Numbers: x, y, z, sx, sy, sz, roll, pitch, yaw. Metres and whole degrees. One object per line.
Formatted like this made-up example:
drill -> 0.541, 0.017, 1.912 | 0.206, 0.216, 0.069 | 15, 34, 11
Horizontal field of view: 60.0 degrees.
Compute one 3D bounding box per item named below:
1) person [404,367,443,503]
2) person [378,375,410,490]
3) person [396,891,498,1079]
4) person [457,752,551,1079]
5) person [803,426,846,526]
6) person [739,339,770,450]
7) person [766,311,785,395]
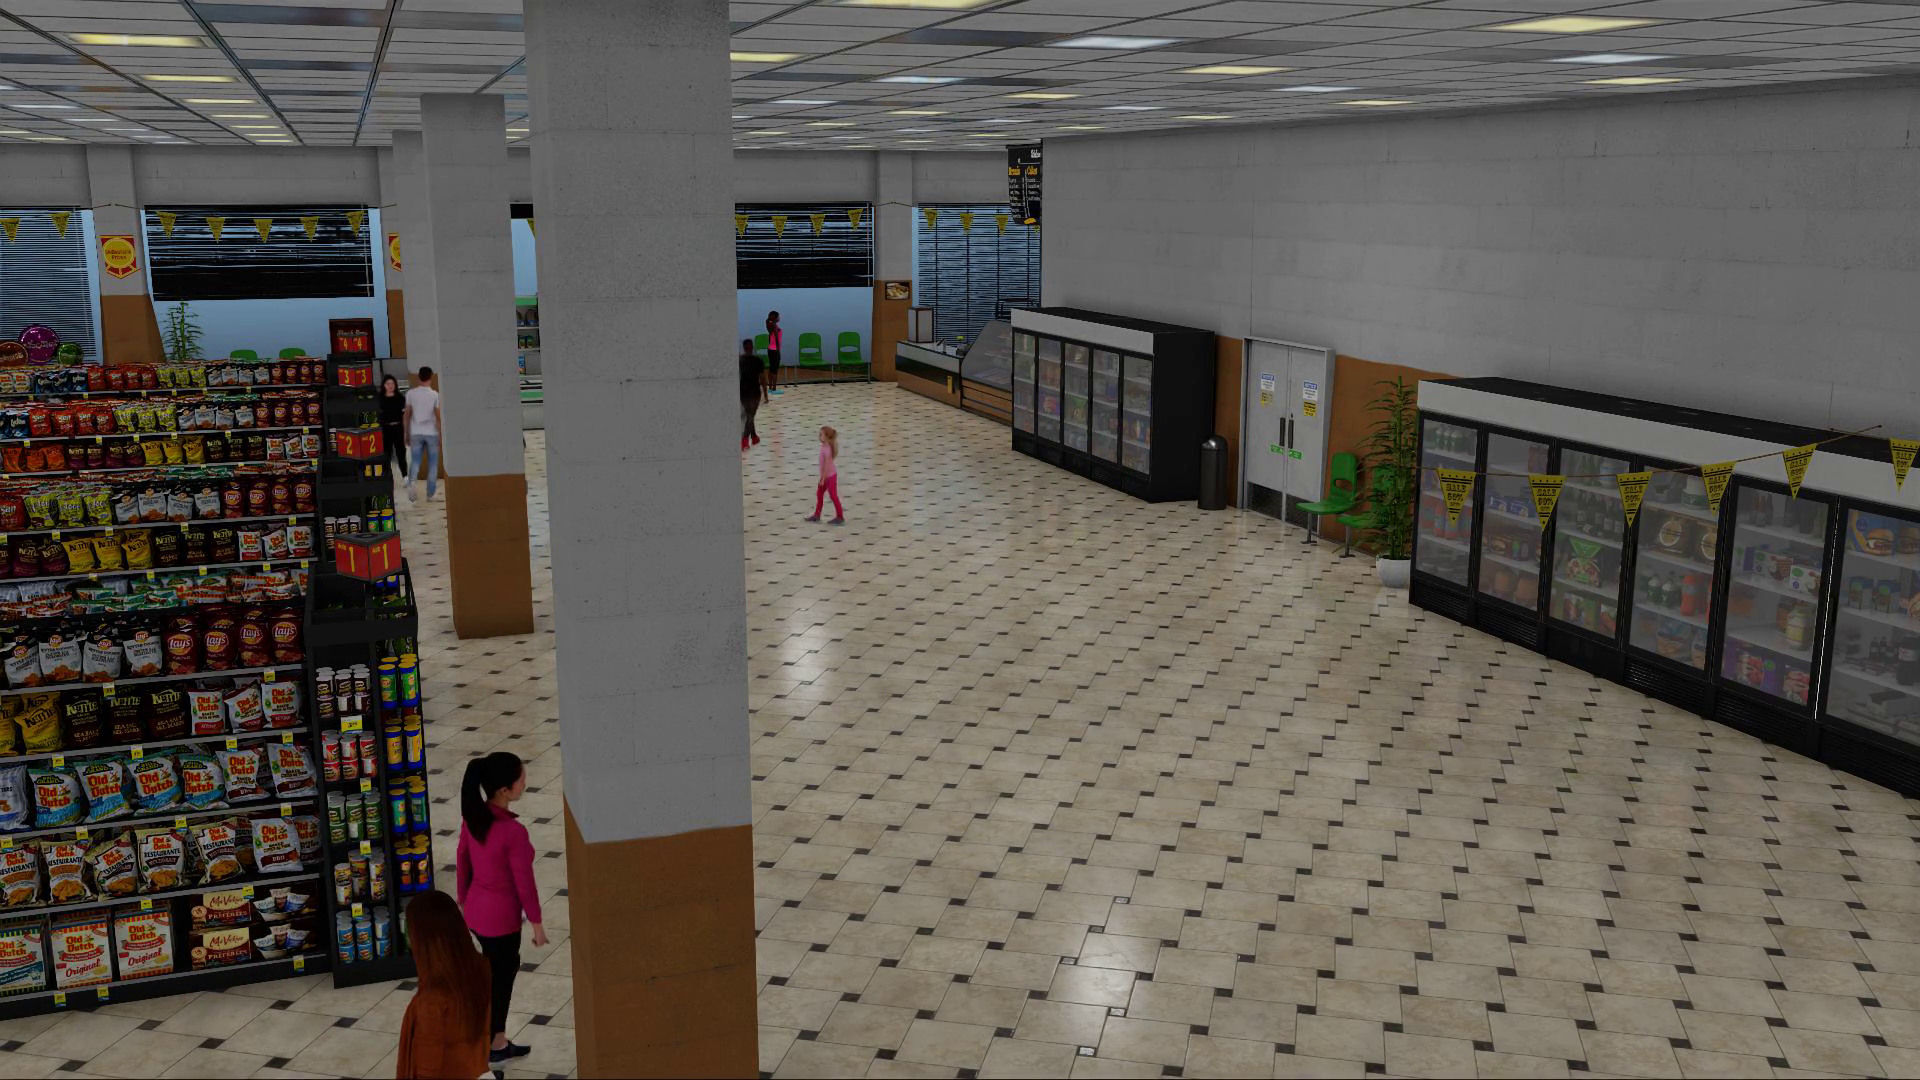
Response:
person -> -7.198, -1.376, 22.291 | 1.077, 1.833, 0.941 | -2, 12, -8
person -> -8.065, -1.512, 23.511 | 1.090, 1.595, 0.877 | -9, 15, -36
person -> -1.819, 2.099, 6.078 | 0.720, 1.712, 0.704 | 2, 12, 11
person -> -2.194, 1.798, 7.607 | 0.773, 1.673, 0.838 | 8, 14, 33
person -> -1.596, -0.806, 20.991 | 0.776, 1.253, 0.570 | -2, 12, -11
person -> -3.442, -2.347, 27.037 | 1.210, 1.777, 1.129 | 2, 12, 10
person -> -3.866, -3.905, 34.569 | 0.555, 1.722, 0.569 | -5, 13, -24
